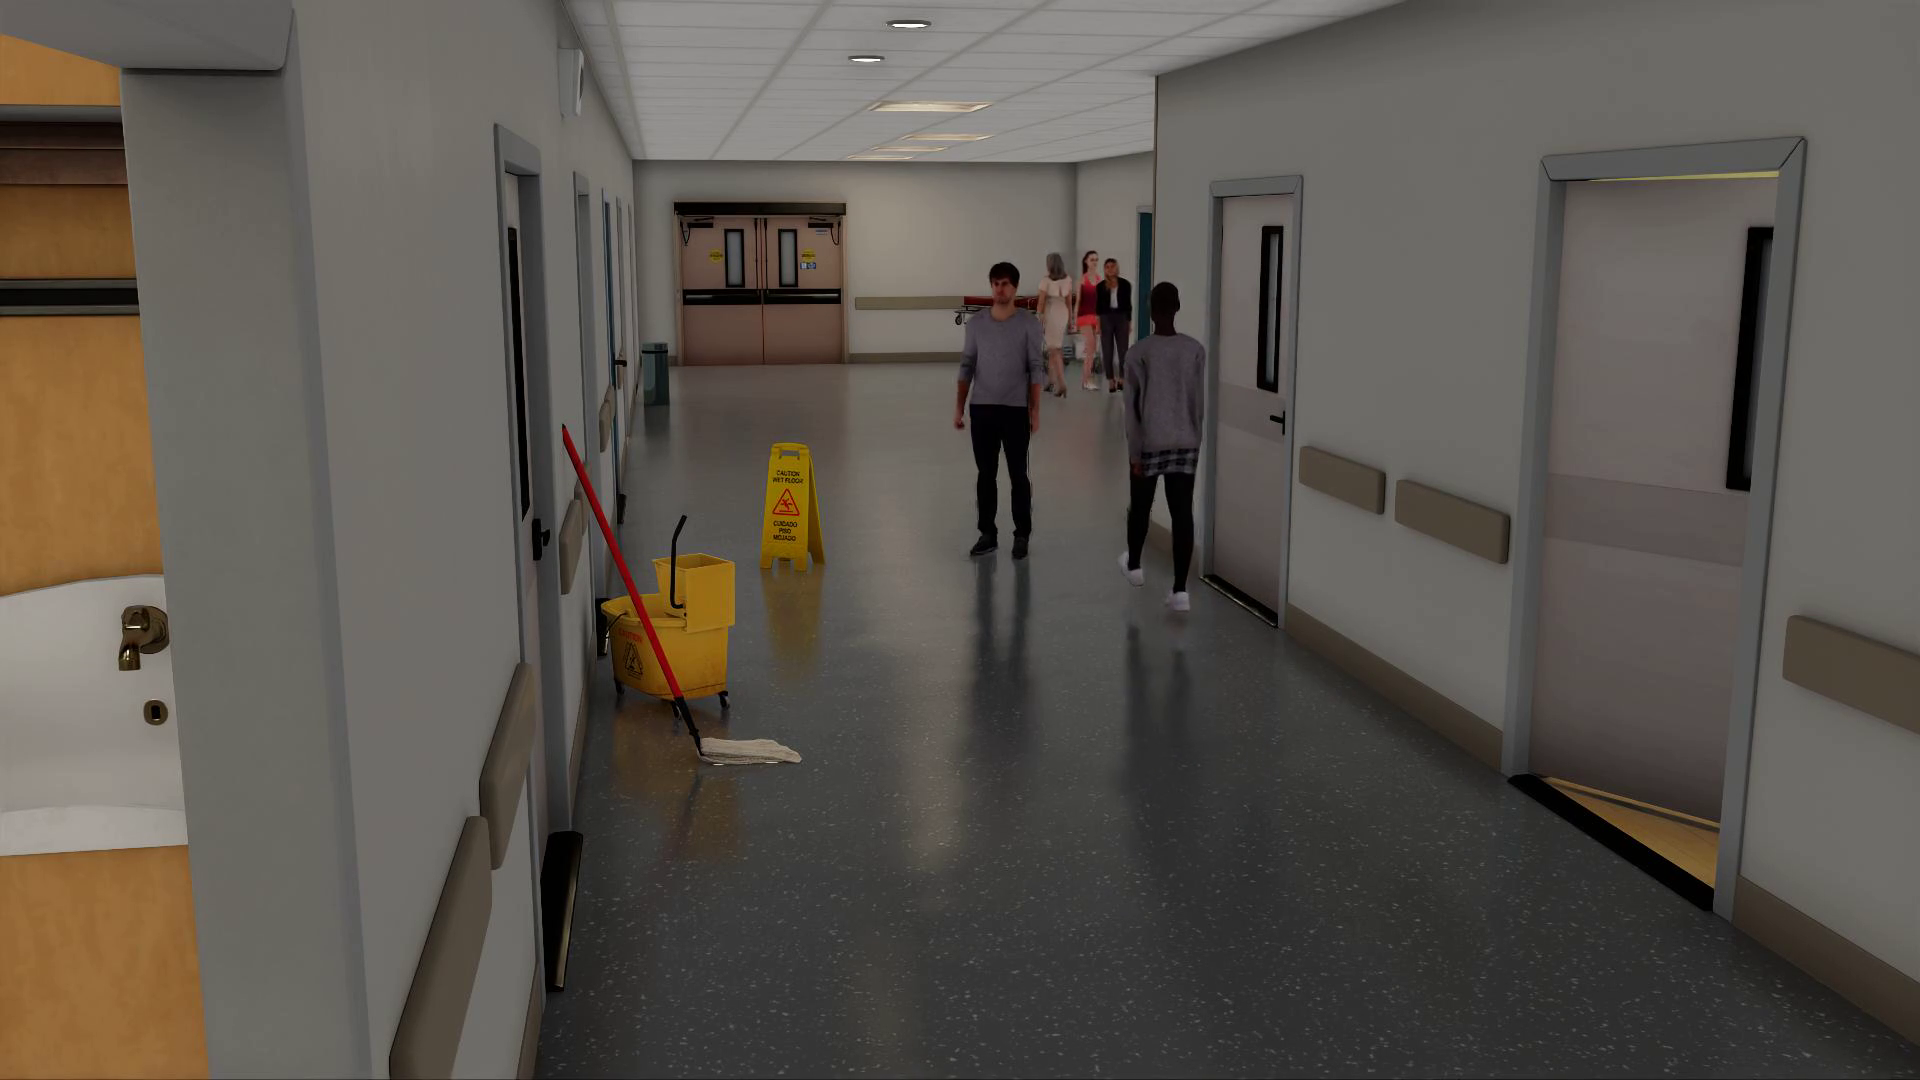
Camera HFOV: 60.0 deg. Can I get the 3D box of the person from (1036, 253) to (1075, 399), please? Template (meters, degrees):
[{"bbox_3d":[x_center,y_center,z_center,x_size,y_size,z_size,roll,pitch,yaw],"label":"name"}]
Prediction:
[{"bbox_3d":[1.202,-2.554,19.939,0.772,1.713,0.932,-6,12,-29],"label":"person"}]

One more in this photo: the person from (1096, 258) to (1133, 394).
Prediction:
[{"bbox_3d":[1.868,-2.585,20.310,0.741,1.636,1.061,0,11,-1],"label":"person"}]

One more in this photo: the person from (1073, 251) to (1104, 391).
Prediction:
[{"bbox_3d":[1.597,-2.754,20.936,0.716,1.736,0.838,-7,13,-32],"label":"person"}]

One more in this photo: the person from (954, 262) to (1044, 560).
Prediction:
[{"bbox_3d":[0.274,-0.827,10.499,0.771,1.841,0.753,4,11,20],"label":"person"}]

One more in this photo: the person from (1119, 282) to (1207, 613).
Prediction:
[{"bbox_3d":[1.126,-0.458,8.860,0.666,1.726,1.155,-1,11,-6],"label":"person"}]
